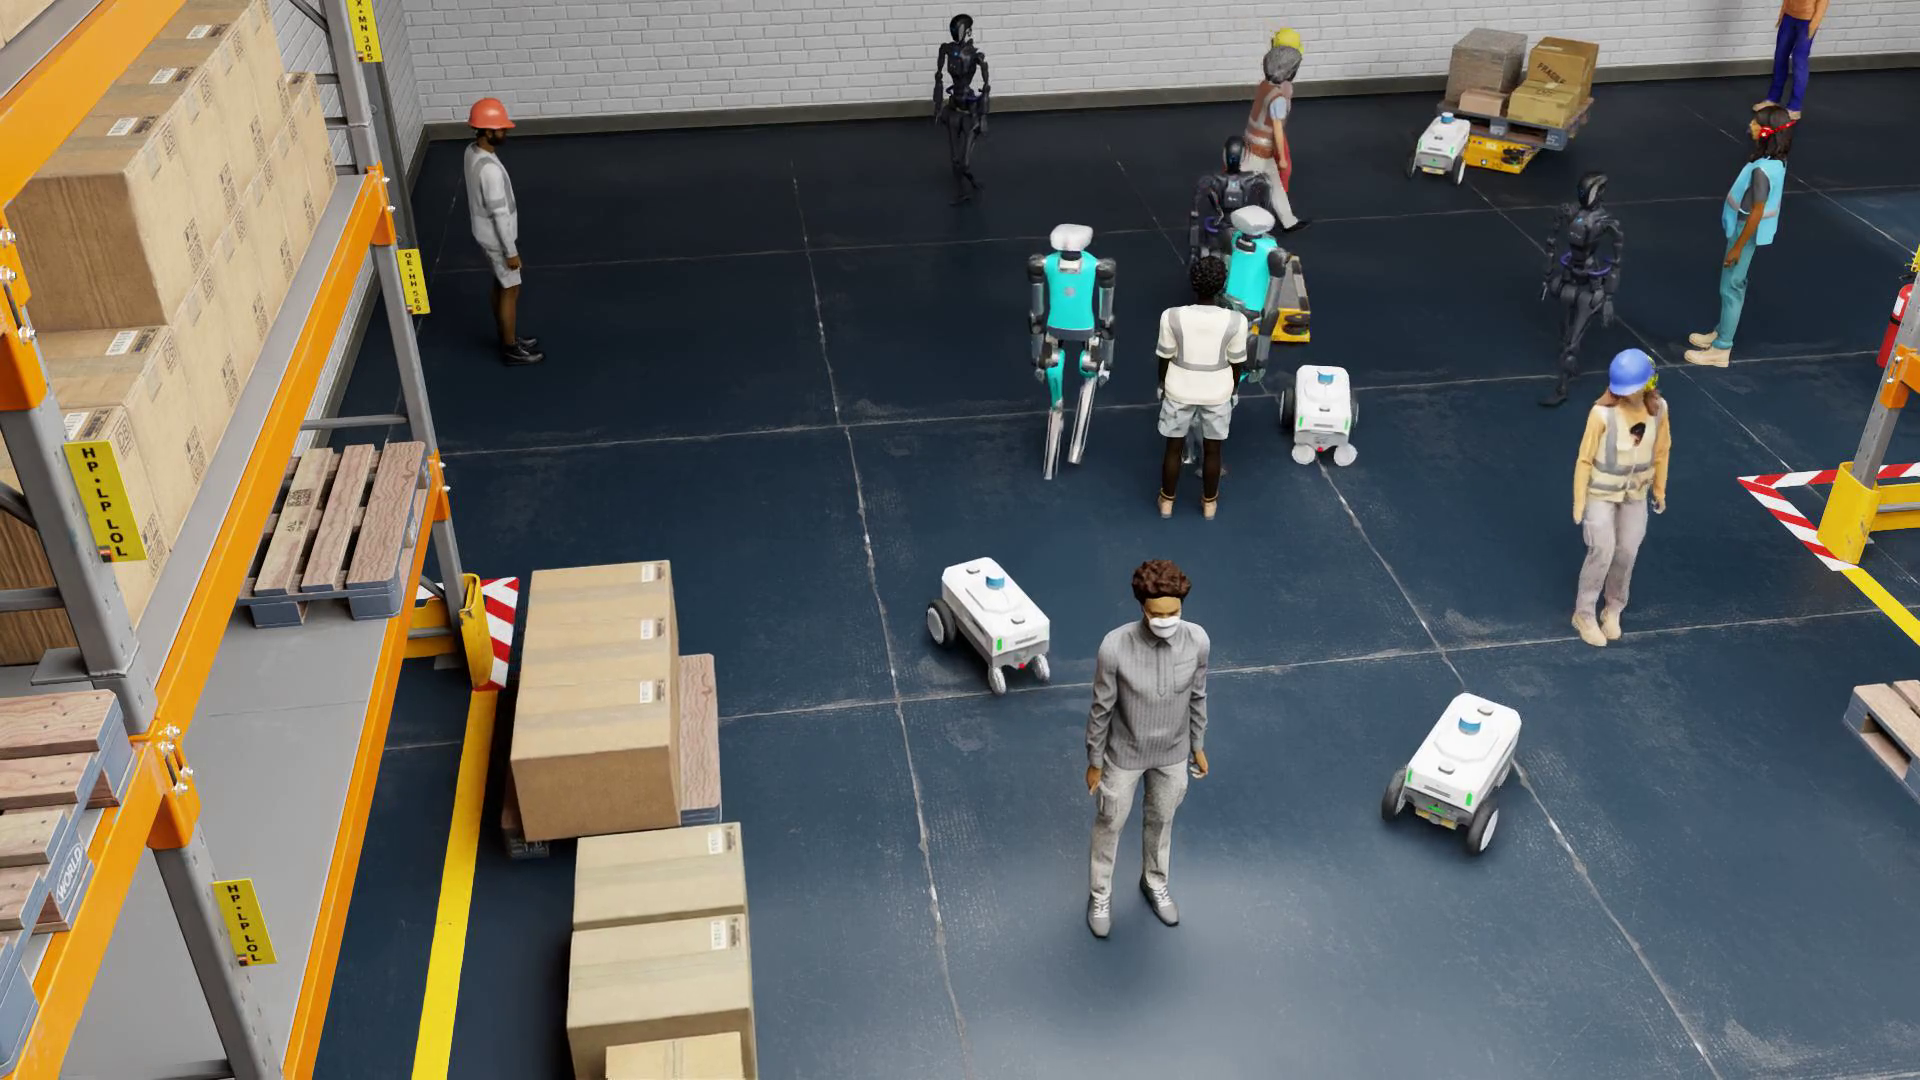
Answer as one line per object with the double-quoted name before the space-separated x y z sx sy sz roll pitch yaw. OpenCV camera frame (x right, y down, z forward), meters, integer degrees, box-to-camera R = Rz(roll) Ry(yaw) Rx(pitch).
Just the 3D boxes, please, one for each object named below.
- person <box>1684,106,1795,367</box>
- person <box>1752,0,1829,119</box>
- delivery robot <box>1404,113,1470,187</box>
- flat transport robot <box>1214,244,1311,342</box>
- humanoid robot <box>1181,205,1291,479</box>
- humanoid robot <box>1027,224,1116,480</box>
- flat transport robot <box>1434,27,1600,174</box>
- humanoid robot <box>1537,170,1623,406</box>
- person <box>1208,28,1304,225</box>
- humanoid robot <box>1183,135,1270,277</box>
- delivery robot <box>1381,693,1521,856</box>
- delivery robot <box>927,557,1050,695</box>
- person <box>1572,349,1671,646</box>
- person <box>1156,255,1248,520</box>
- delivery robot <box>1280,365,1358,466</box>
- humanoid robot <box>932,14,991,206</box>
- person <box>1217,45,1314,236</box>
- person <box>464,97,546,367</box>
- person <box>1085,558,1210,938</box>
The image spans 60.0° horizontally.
"person" 5.482 -2.111 11.626 0.375 1.865 0.540 16 37 23
"person" 8.125 -5.074 16.075 0.404 1.971 0.517 -9 34 -14
"delivery robot" 4.358 -3.552 15.037 0.499 0.598 0.791 15 36 22
"flat transport robot" 2.301 -1.913 12.783 0.659 0.231 1.431 3 33 4
"humanoid robot" 1.585 -1.133 10.273 0.698 1.811 0.541 -21 39 -29
"humanoid robot" 0.716 -1.178 10.364 0.545 1.838 0.759 6 34 10
"flat transport robot" 5.167 -3.805 15.683 0.659 0.231 1.431 19 38 27
"humanoid robot" 4.189 -1.718 11.203 0.494 1.634 0.592 -23 40 -31
"person" 2.525 -3.400 13.735 0.789 1.716 0.555 2 33 4
"humanoid robot" 1.894 -2.060 11.721 0.608 1.648 0.304 2 33 3
"delivery robot" 2.384 1.082 7.935 0.499 0.596 0.787 21 38 28
"delivery robot" 0.180 0.419 8.955 0.499 0.602 0.806 -15 36 -22
"person" 3.493 -0.231 8.852 0.505 1.734 0.378 -6 34 -9
"person" 1.415 -0.882 9.900 0.533 1.693 0.320 4 33 7
"delivery robot" 2.378 -0.852 10.889 0.521 0.587 0.746 5 34 8
"humanoid robot" 0.018 -3.648 14.146 0.613 1.648 0.344 23 39 31
"person" 2.526 -3.179 13.455 0.883 1.630 0.465 -2 33 -2
"person" -3.194 -2.136 11.613 0.390 1.927 0.548 -16 36 -23
"person" 0.783 0.869 7.031 0.538 1.897 0.383 -7 34 -10
